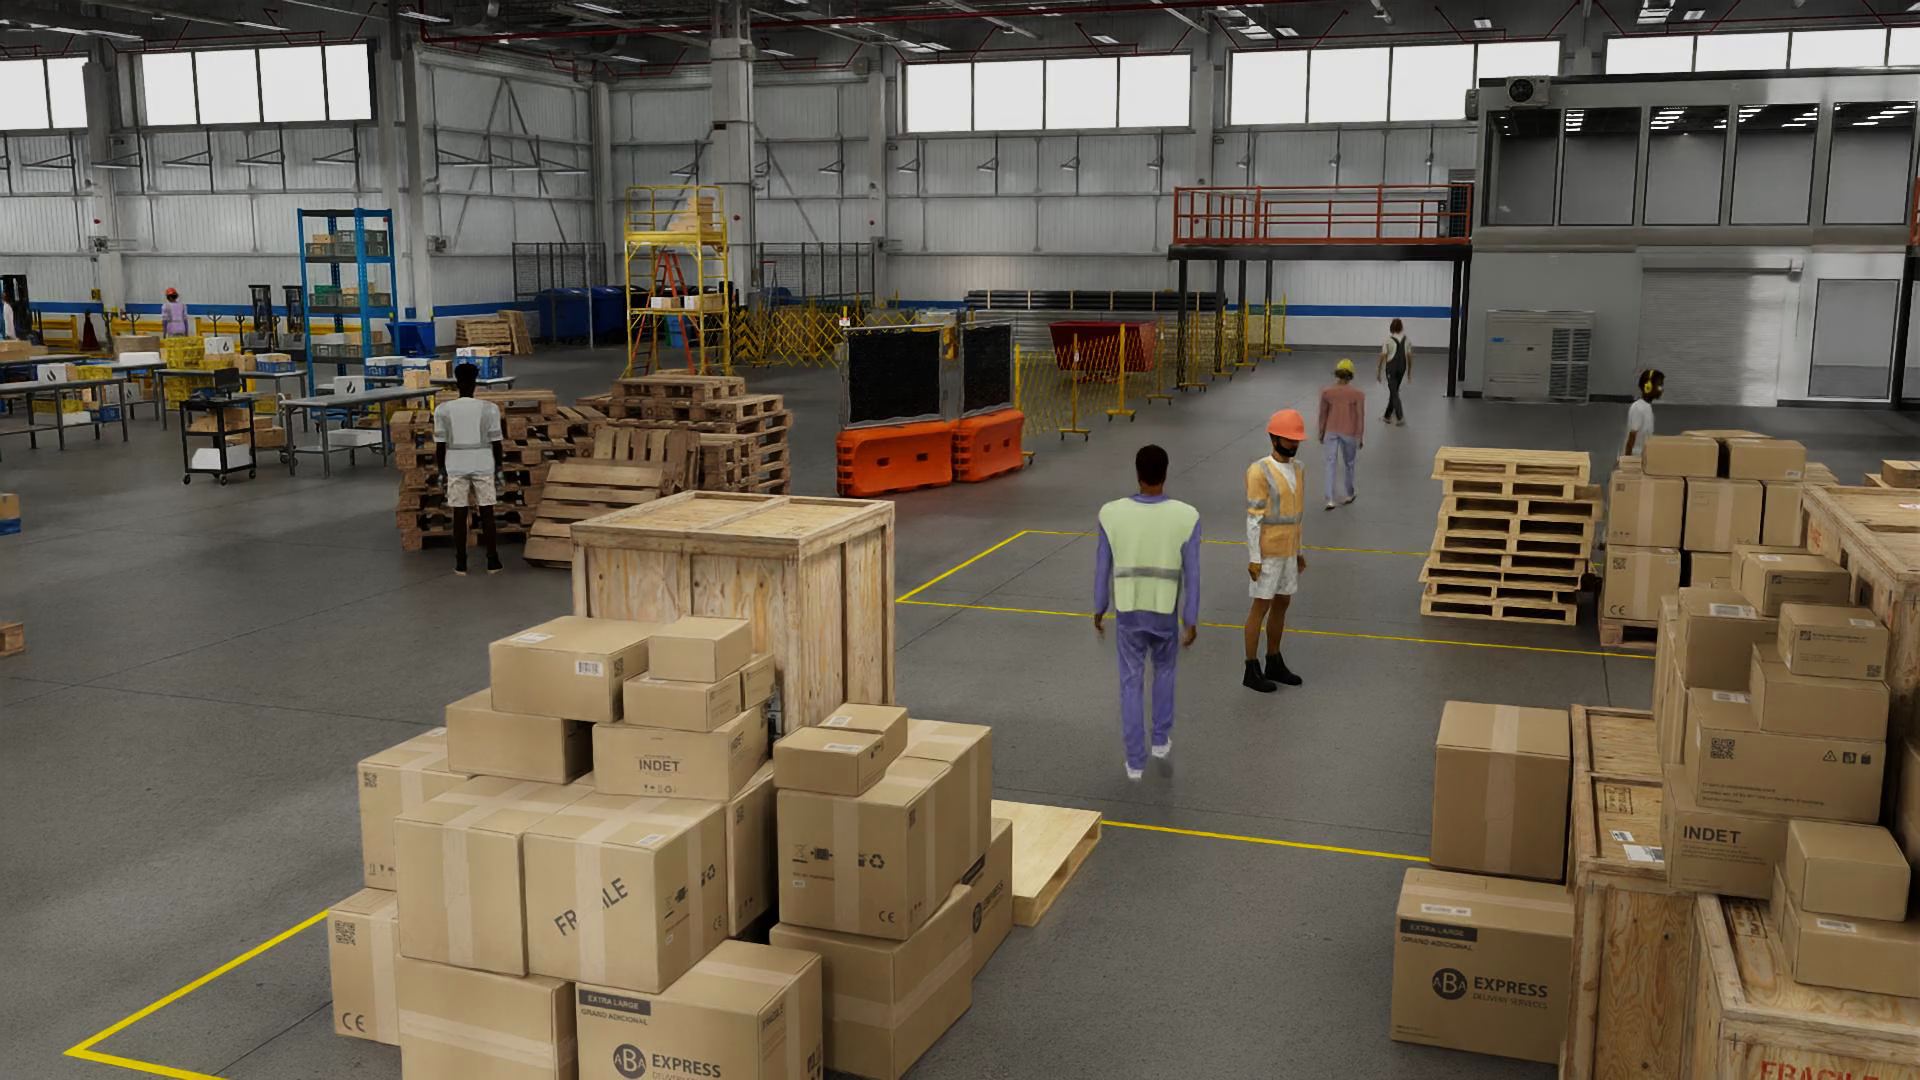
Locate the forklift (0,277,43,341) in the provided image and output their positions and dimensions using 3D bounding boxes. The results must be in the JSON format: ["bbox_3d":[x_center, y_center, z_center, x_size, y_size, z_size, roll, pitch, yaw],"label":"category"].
[{"bbox_3d":[-27.151,-6.329,46.328,1.157,1.987,2.680,3,11,17],"label":"forklift"}]

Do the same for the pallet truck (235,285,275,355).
[{"bbox_3d":[-18.327,-5.835,44.421,0.823,1.965,1.885,4,11,23],"label":"pallet truck"}]

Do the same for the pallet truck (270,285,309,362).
[{"bbox_3d":[-17.147,-5.700,43.663,0.823,1.965,1.885,3,11,17],"label":"pallet truck"}]

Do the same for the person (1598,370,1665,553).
[{"bbox_3d":[6.703,-0.723,16.127,0.946,1.819,0.543,5,11,26],"label":"person"}]

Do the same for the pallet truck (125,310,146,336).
[{"bbox_3d":[-22.038,-5.665,45.457,0.704,1.261,1.522,3,11,17],"label":"pallet truck"}]

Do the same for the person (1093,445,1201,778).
[{"bbox_3d":[1.081,0.386,9.690,0.614,1.888,0.818,1,10,5],"label":"person"}]

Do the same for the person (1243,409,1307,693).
[{"bbox_3d":[2.184,0.068,11.352,0.551,1.932,0.376,-9,13,-40],"label":"person"}]

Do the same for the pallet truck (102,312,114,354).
[{"bbox_3d":[-23.057,-5.777,46.261,0.680,1.201,1.601,3,11,19],"label":"pallet truck"}]

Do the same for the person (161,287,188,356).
[{"bbox_3d":[-18.510,-4.925,39.206,0.410,2.034,0.609,7,12,36],"label":"person"}]

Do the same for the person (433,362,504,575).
[{"bbox_3d":[-4.512,-0.650,15.311,0.608,1.965,0.369,-2,10,-11],"label":"person"}]

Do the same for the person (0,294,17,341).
[{"bbox_3d":[-23.351,-5.081,40.587,0.998,1.855,0.638,-2,10,-11],"label":"person"}]

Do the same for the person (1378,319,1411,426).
[{"bbox_3d":[7.349,-2.823,28.019,0.522,1.808,0.945,-3,10,-14],"label":"person"}]

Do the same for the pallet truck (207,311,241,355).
[{"bbox_3d":[-19.537,-5.575,44.913,0.653,1.274,1.630,3,11,19],"label":"pallet truck"}]

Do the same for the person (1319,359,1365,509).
[{"bbox_3d":[4.422,-1.233,19.284,0.538,1.712,0.899,4,11,23],"label":"person"}]
